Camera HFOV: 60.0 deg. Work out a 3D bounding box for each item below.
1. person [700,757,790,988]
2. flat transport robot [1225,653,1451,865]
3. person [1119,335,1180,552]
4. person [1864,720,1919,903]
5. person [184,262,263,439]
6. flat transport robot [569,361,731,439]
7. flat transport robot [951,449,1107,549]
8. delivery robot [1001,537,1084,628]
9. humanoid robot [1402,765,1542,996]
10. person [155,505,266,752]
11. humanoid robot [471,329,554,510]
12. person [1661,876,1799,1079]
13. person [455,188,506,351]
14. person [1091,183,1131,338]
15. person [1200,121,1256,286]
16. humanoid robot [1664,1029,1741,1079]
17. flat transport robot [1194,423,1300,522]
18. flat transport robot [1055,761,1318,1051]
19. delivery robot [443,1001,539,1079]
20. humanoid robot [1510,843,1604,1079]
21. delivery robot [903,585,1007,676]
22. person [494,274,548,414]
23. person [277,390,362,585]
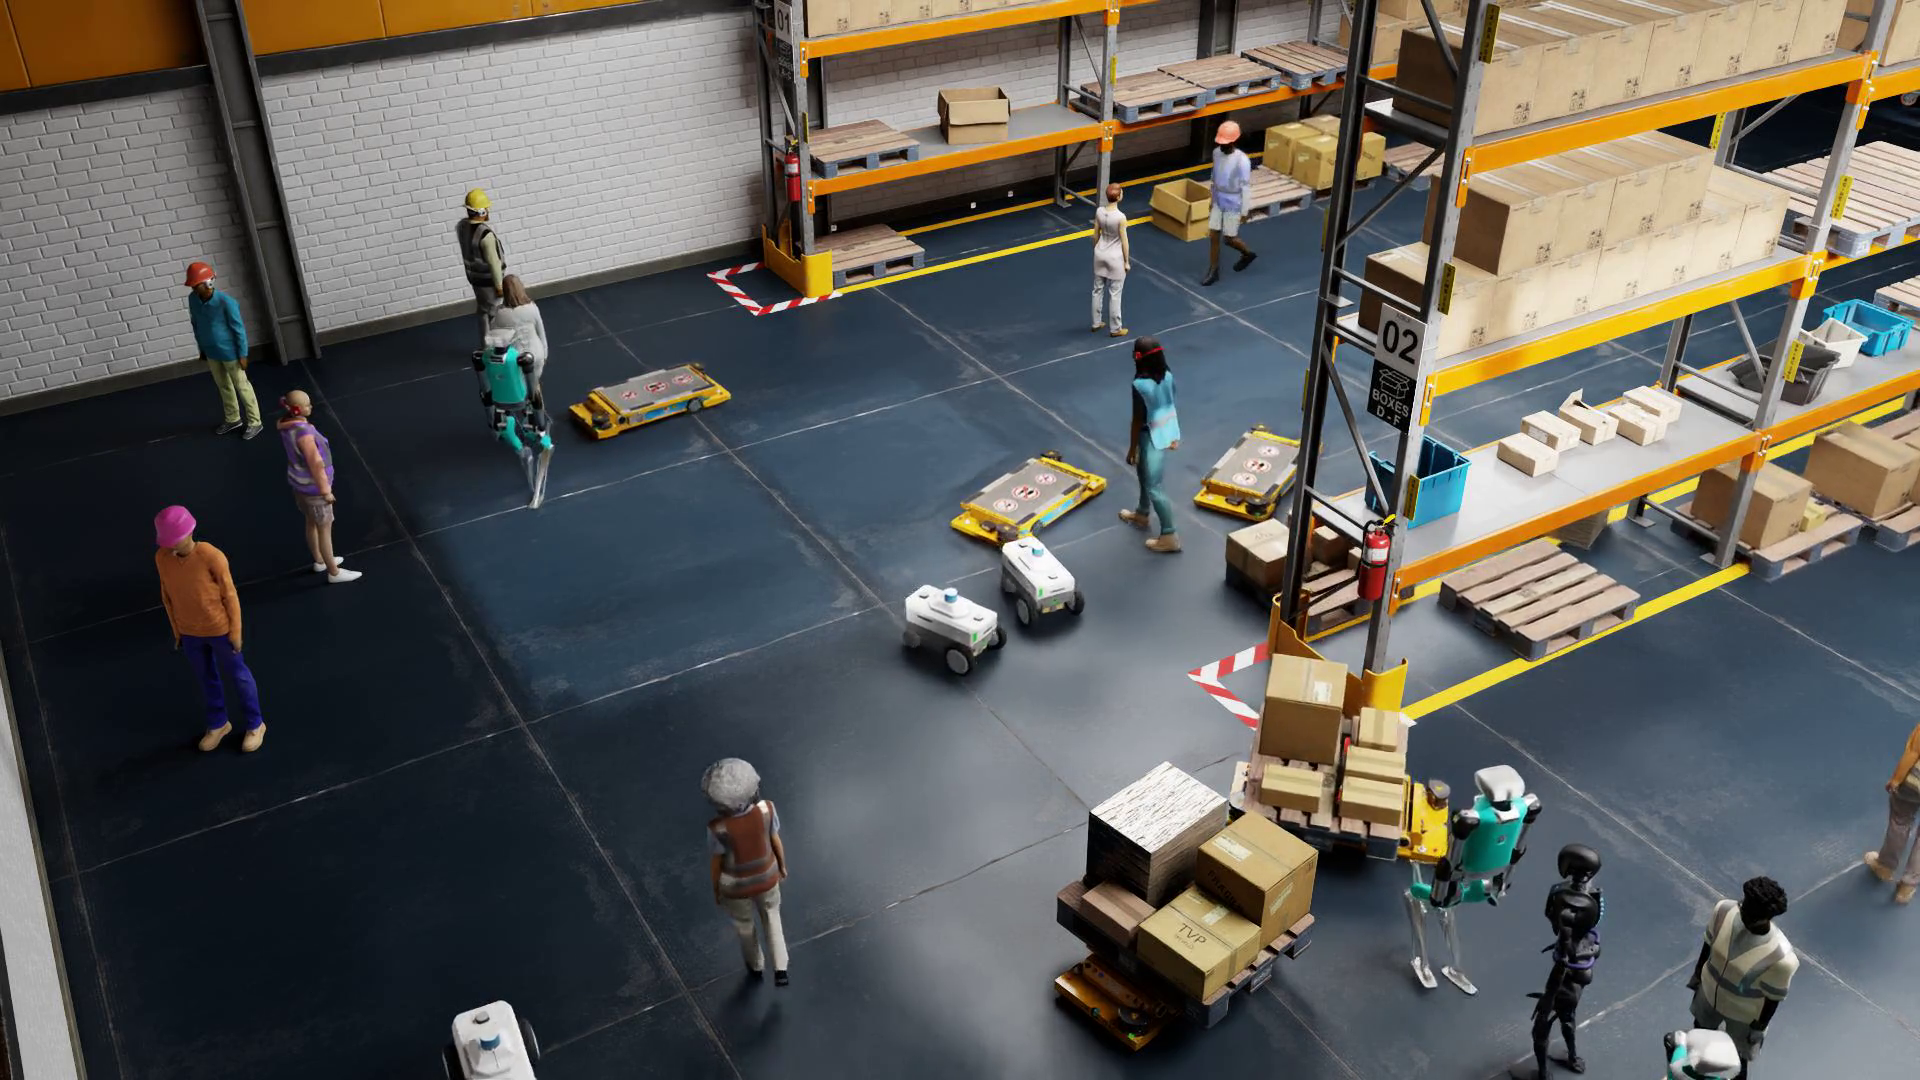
[{"bbox_3d":[-1.203,1.971,9.616,0.463,1.658,0.462,-12,34,-18],"label":"person"},{"bbox_3d":[2.552,1.796,11.220,1.431,0.231,0.659,8,33,13],"label":"flat transport robot"},{"bbox_3d":[1.662,-0.808,13.923,0.709,1.827,0.531,21,38,30],"label":"person"},{"bbox_3d":[6.038,1.474,10.326,0.513,1.769,0.438,6,33,10],"label":"person"},{"bbox_3d":[-6.898,-1.769,15.507,0.571,1.749,0.339,12,34,19],"label":"person"},{"bbox_3d":[-3.030,-1.378,16.282,1.431,0.231,0.659,-21,38,-29],"label":"flat transport robot"},{"bbox_3d":[0.619,-0.361,14.659,0.659,0.231,1.431,23,39,32],"label":"flat transport robot"},{"bbox_3d":[0.630,0.313,13.319,0.499,0.598,0.777,-14,35,-21],"label":"delivery robot"},{"bbox_3d":[2.859,1.909,9.645,0.532,1.781,0.727,-10,33,-16],"label":"humanoid robot"},{"bbox_3d":[-5.216,0.608,11.508,0.505,1.979,0.384,2,32,3],"label":"person"},{"bbox_3d":[-3.784,-1.045,14.477,0.537,1.903,0.736,4,32,7],"label":"humanoid robot"},{"bbox_3d":[4.112,2.441,8.854,0.322,1.691,0.530,-14,35,-21],"label":"person"},{"bbox_3d":[-4.805,-2.673,16.888,0.403,1.824,0.594,-28,41,-37],"label":"person"},{"bbox_3d":[1.584,-2.944,17.466,0.447,1.661,0.285,25,40,33],"label":"person"},{"bbox_3d":[3.034,-3.780,18.572,0.645,1.909,0.576,-22,38,-31],"label":"person"},{"bbox_3d":[3.714,2.989,7.974,1.013,1.725,0.538,-1,32,-2],"label":"humanoid robot"},{"bbox_3d":[2.708,-0.620,15.072,0.659,0.231,1.431,17,36,25],"label":"flat transport robot"},{"bbox_3d":[1.307,2.488,10.116,1.431,0.231,0.659,-26,41,-35],"label":"flat transport robot"},{"bbox_3d":[-2.553,2.909,9.189,0.524,0.610,0.781,-14,35,-21],"label":"delivery robot"},{"bbox_3d":[3.318,2.336,9.042,0.391,1.643,0.603,16,35,24],"label":"humanoid robot"},{"bbox_3d":[-0.046,0.657,12.779,0.790,0.607,0.499,21,38,30],"label":"delivery robot"},{"bbox_3d":[-4.048,-1.673,15.449,0.506,1.643,0.473,-22,38,-31],"label":"person"},{"bbox_3d":[-5.221,-0.432,13.433,0.348,1.691,0.481,-25,40,-34],"label":"person"}]
